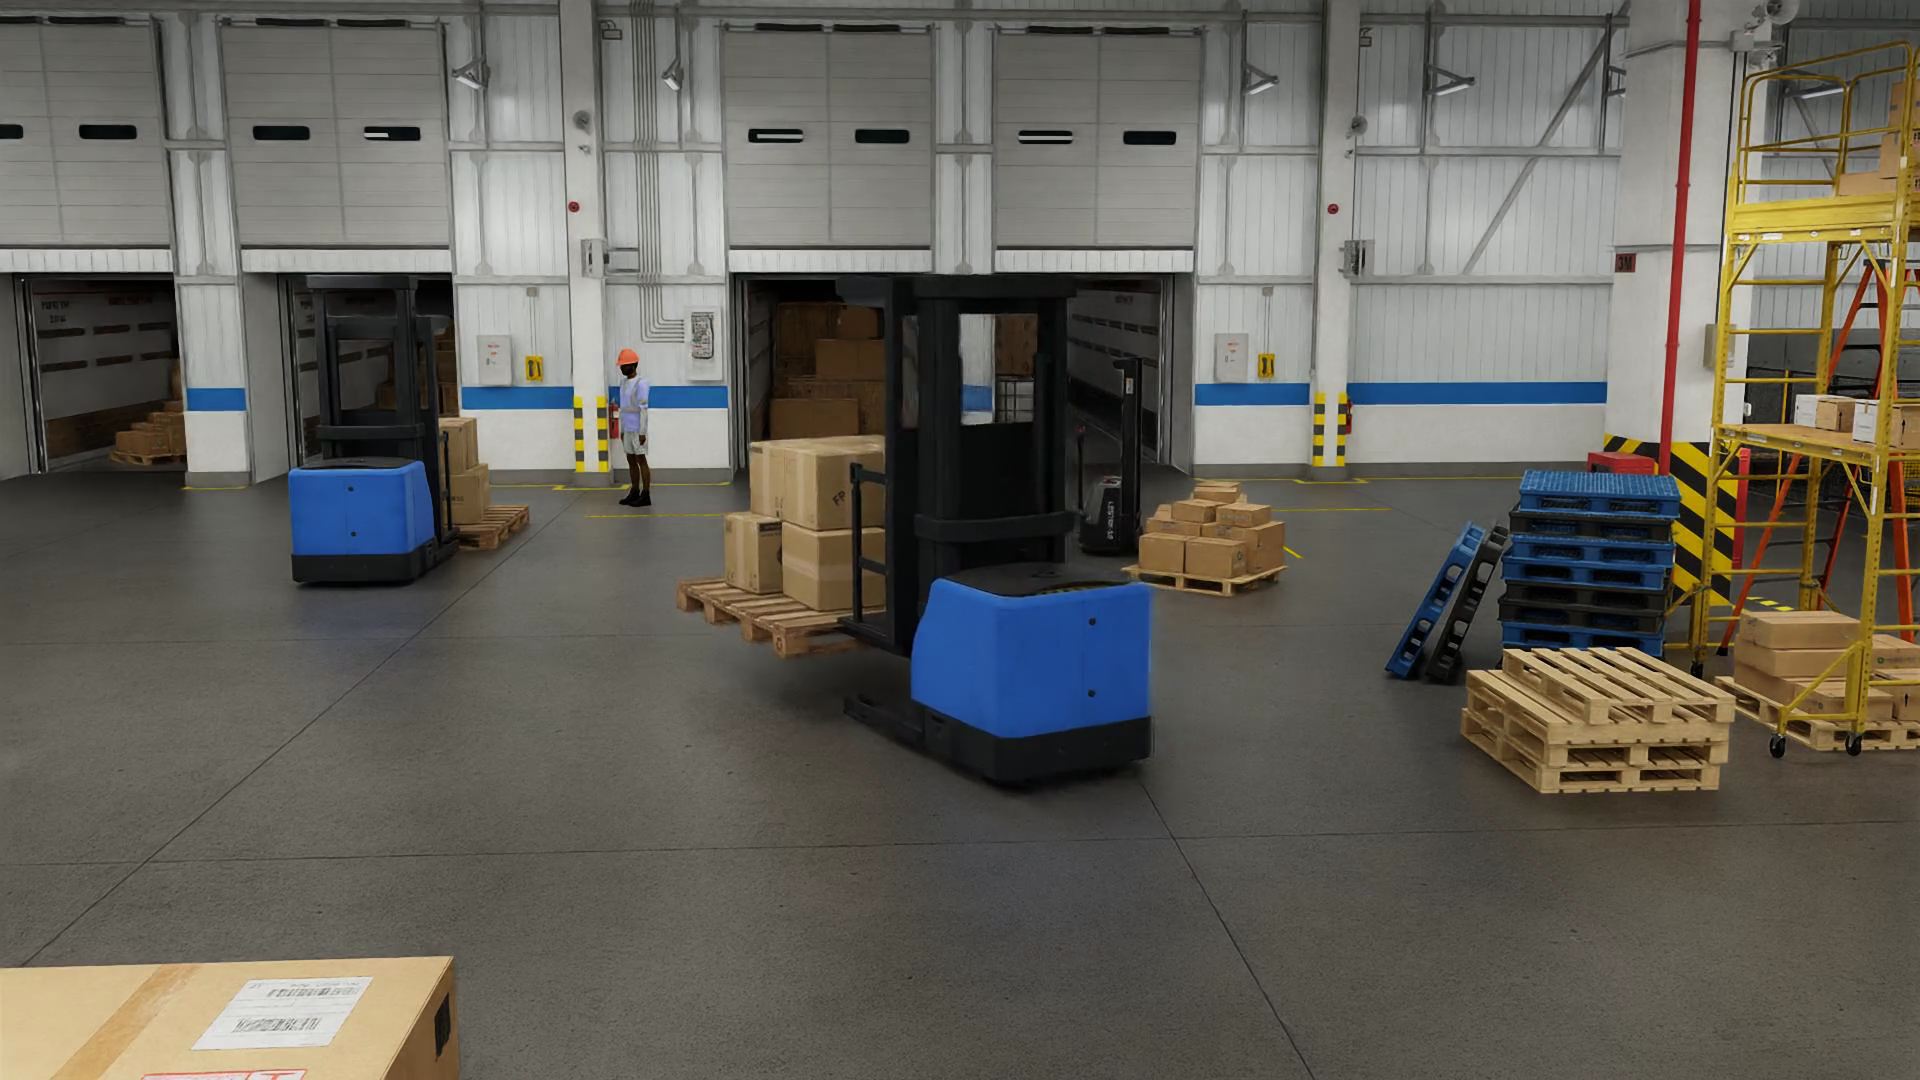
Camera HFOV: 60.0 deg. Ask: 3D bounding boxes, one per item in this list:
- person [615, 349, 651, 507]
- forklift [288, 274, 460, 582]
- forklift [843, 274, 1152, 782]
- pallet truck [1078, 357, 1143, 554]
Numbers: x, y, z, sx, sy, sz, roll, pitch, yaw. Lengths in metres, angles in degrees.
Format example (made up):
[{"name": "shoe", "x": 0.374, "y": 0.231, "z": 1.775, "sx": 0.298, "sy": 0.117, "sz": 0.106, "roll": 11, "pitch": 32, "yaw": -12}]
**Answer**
[{"name": "person", "x": -4.006, "y": -1.369, "z": 20.327, "sx": 0.389, "sy": 1.930, "sz": 0.544, "roll": -8, "pitch": 12, "yaw": -41}, {"name": "forklift", "x": -5.554, "y": -1.101, "z": 15.662, "sx": 1.129, "sy": 2.768, "sz": 1.873, "roll": -1, "pitch": 9, "yaw": -4}, {"name": "forklift", "x": 0.211, "y": -0.173, "z": 9.835, "sx": 1.129, "sy": 2.768, "sz": 1.873, "roll": -5, "pitch": 10, "yaw": -30}, {"name": "pallet truck", "x": 2.088, "y": -0.836, "z": 16.757, "sx": 1.885, "sy": 1.965, "sz": 0.823, "roll": 2, "pitch": 9, "yaw": 13}]
